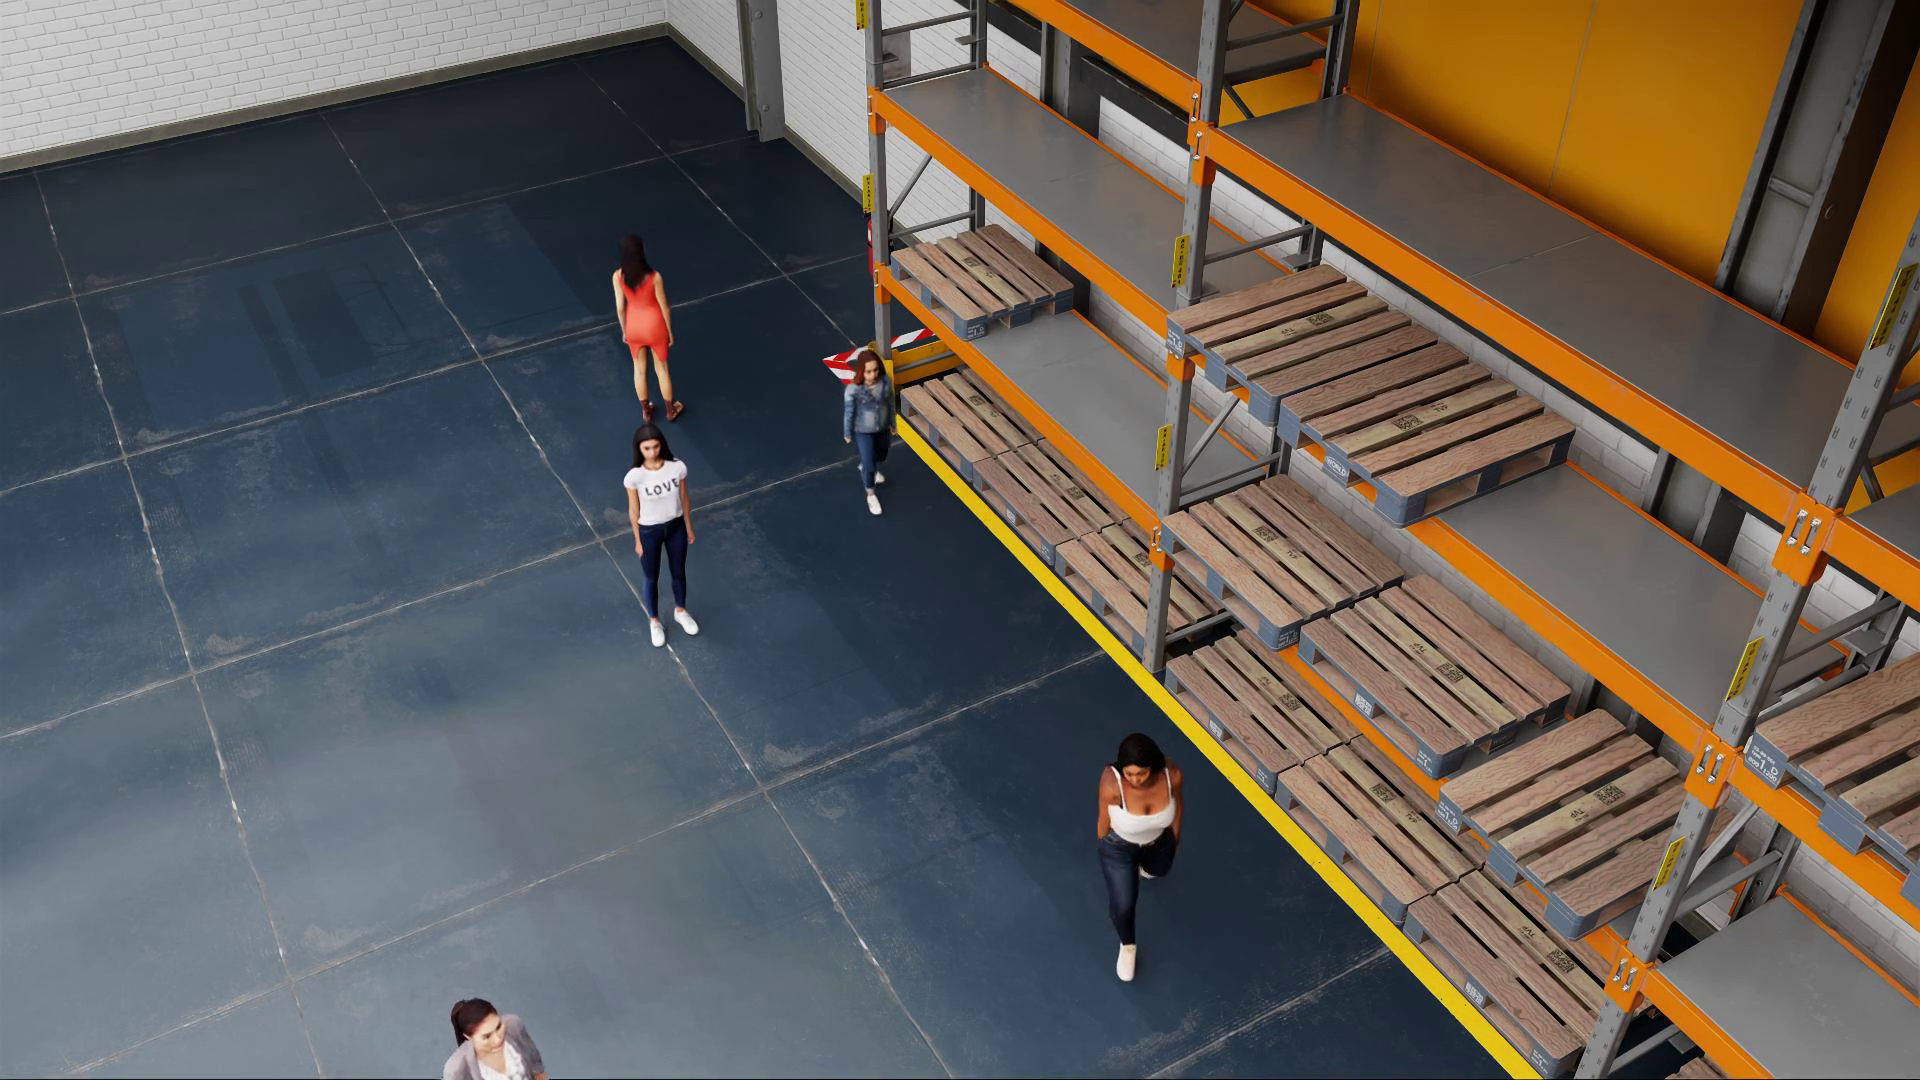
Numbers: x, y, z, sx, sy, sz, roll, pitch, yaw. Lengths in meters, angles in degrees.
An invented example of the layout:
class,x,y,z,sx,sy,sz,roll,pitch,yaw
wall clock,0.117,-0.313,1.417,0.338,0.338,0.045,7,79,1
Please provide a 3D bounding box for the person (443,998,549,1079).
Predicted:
class,x,y,z,sx,sy,sz,roll,pitch,yaw
person,-2.267,2.735,8.068,0.728,1.668,0.721,24,45,27

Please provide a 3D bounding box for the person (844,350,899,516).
class,x,y,z,sx,sy,sz,roll,pitch,yaw
person,-0.704,-0.893,12.784,0.573,1.452,0.741,-22,43,-25

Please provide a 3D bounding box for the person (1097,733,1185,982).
class,x,y,z,sx,sy,sz,roll,pitch,yaw
person,0.975,1.628,9.367,0.919,1.777,1.183,-10,40,-12

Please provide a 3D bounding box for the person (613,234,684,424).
class,x,y,z,sx,sy,sz,roll,pitch,yaw
person,-2.566,-1.712,13.595,0.672,1.719,0.698,2,39,2

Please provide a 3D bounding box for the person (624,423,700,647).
class,x,y,z,sx,sy,sz,roll,pitch,yaw
person,-2.062,-0.050,11.470,0.588,1.775,0.521,-18,42,-21
